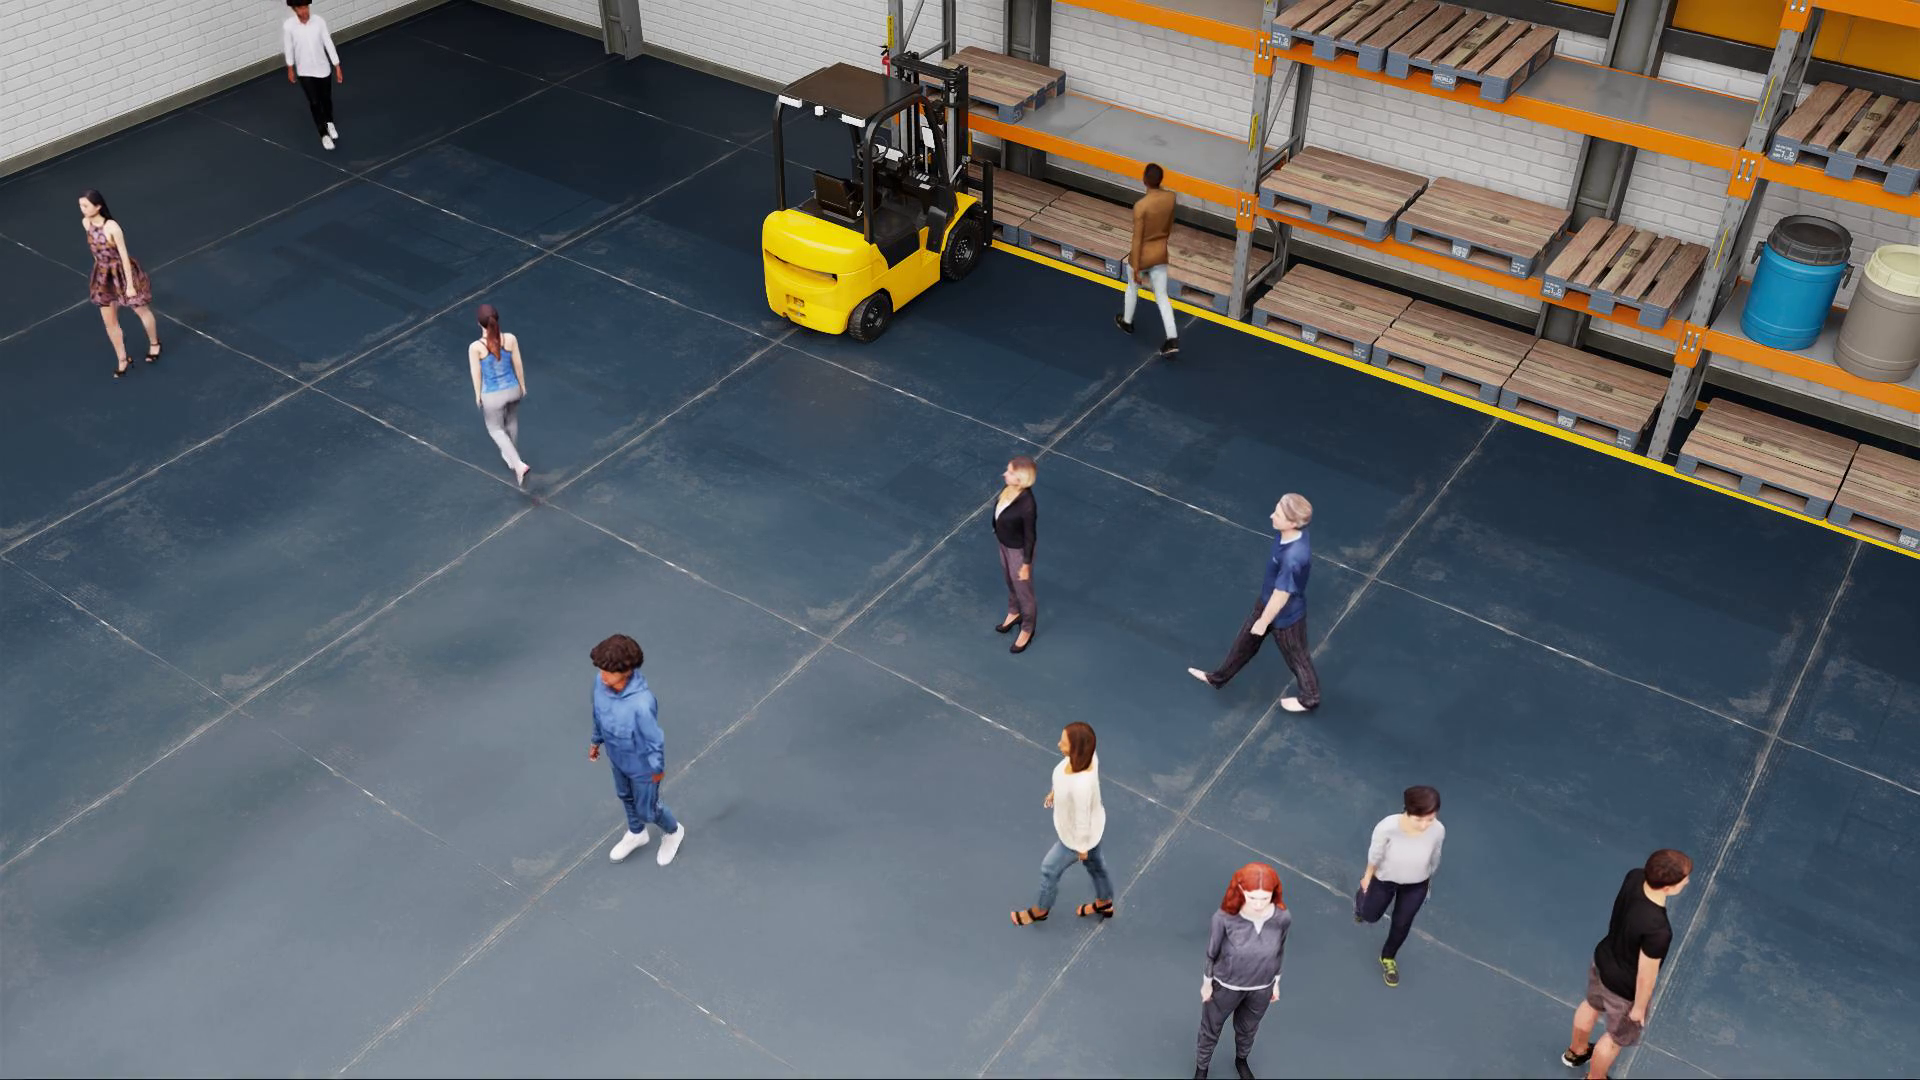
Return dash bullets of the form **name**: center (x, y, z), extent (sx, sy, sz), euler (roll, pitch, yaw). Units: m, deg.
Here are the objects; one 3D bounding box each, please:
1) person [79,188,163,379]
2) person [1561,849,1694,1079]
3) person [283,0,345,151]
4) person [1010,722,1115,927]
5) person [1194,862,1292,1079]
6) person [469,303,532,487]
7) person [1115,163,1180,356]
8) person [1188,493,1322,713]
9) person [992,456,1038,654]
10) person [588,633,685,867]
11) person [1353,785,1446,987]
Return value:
- **person**: center (-7.409, -2.346, 14.792), extent (0.875, 1.758, 0.828), euler (11, 40, 14)
- **person**: center (3.520, 2.289, 8.909), extent (0.833, 1.859, 0.803), euler (0, 39, 0)
- **person**: center (-7.197, -5.269, 18.441), extent (0.949, 1.774, 1.102), euler (-20, 43, -23)
- **person**: center (0.791, 1.692, 9.817), extent (0.973, 1.658, 0.845), euler (5, 39, 7)
- **person**: center (1.502, 2.352, 8.893), extent (0.629, 1.780, 0.713), euler (-2, 39, -2)
- **person**: center (-3.695, -1.152, 13.431), extent (0.762, 1.592, 0.993), euler (-24, 44, -27)
- **person**: center (1.766, -2.495, 14.959), extent (1.027, 1.784, 1.257), euler (-16, 41, -19)
- **person**: center (2.268, 0.473, 11.208), extent (1.267, 1.827, 1.053), euler (4, 39, 5)
- **person**: center (0.423, 0.090, 11.812), extent (0.740, 1.672, 0.652), euler (-12, 40, -14)
- **person**: center (-1.980, 1.263, 10.236), extent (0.645, 1.805, 0.791), euler (30, 47, 32)
- **person**: center (2.540, 1.903, 9.652), extent (0.853, 1.534, 0.864), euler (0, 39, 0)
